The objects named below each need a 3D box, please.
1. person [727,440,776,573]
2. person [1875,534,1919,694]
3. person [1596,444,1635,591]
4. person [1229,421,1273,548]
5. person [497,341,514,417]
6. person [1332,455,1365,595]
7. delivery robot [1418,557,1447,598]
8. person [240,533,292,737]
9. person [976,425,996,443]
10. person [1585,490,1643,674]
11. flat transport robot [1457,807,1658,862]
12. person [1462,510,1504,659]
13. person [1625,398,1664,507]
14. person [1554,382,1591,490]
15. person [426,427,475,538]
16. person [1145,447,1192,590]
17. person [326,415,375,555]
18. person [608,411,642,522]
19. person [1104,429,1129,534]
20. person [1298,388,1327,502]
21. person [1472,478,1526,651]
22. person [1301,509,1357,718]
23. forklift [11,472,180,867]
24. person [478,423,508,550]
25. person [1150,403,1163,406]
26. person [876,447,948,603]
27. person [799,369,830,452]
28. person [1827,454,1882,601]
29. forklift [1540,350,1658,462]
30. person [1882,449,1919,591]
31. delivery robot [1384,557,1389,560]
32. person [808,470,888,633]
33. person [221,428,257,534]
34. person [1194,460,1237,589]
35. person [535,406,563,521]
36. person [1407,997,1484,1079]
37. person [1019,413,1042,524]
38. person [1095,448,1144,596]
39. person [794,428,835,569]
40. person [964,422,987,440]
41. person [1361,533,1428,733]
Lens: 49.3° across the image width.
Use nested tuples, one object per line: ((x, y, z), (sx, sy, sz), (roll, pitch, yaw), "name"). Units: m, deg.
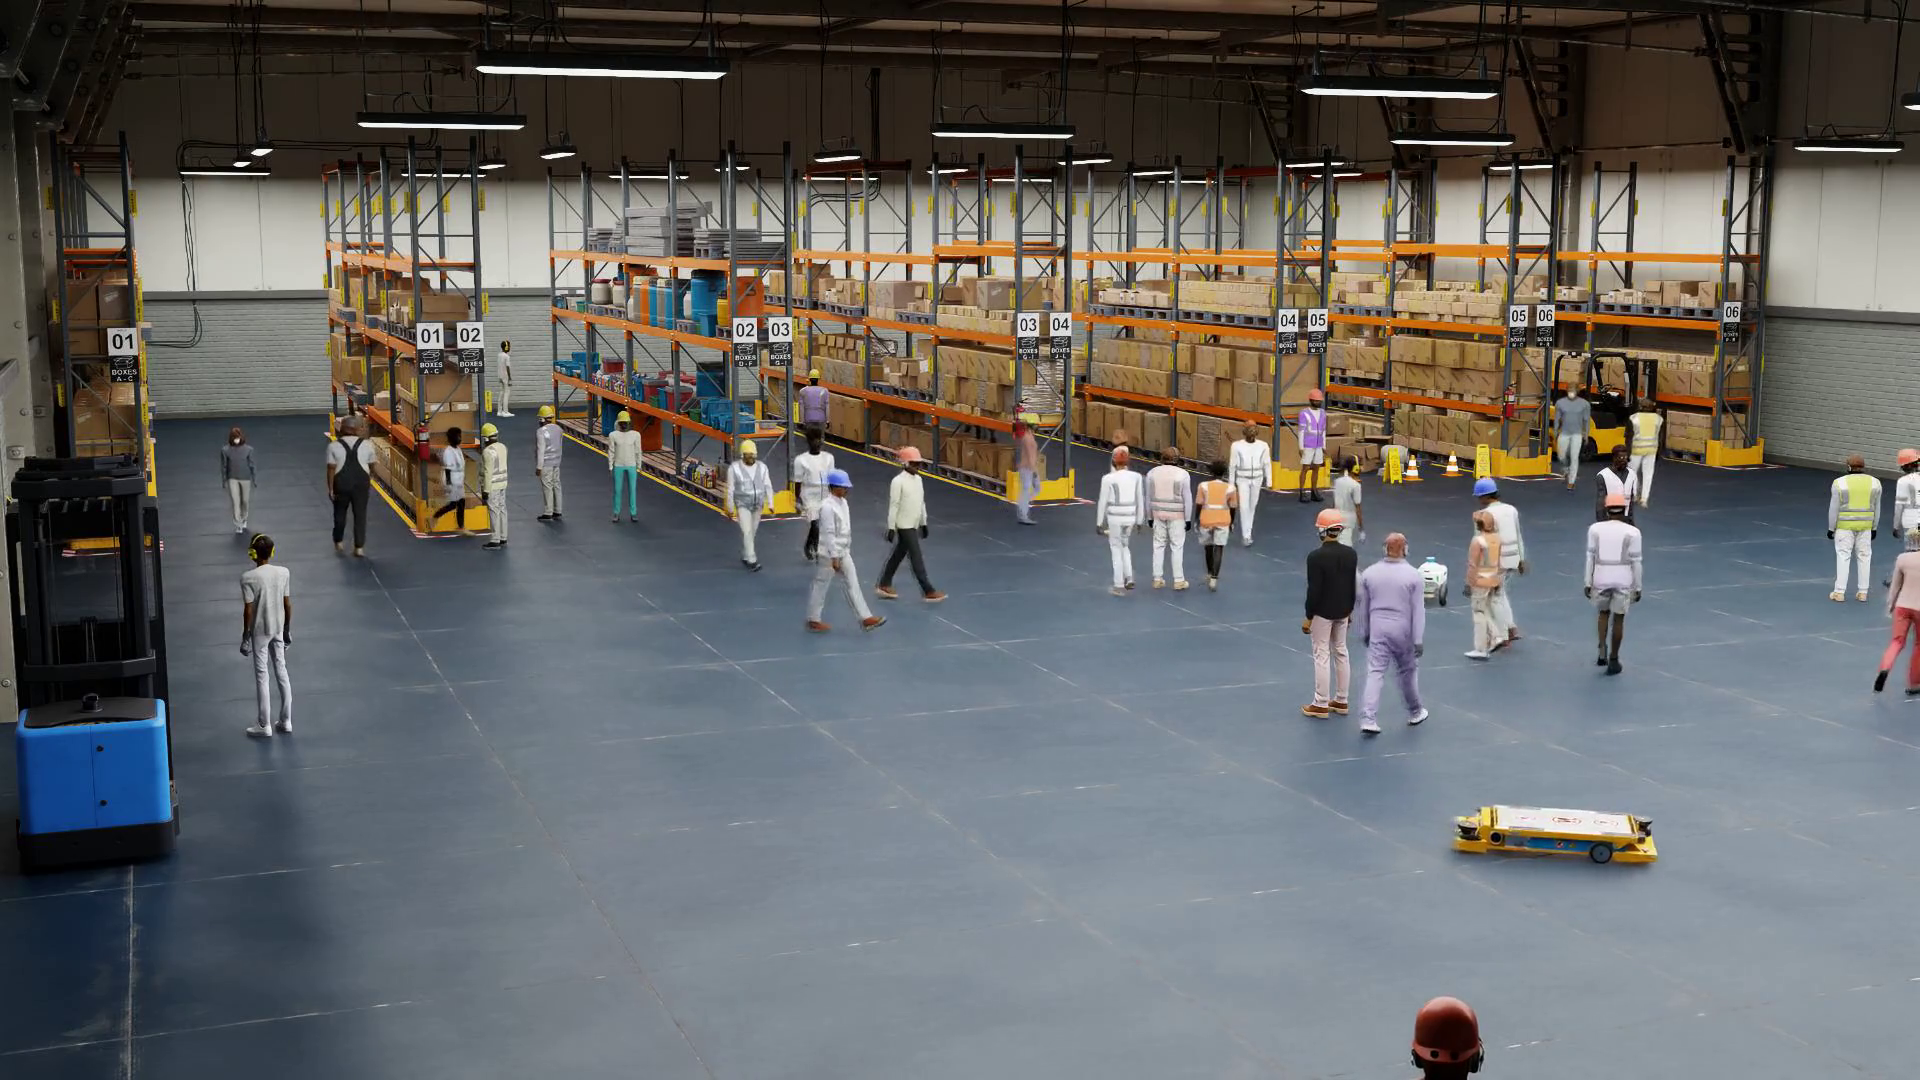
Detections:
((-2.814, -0.460, 28.398), (0.610, 1.781, 0.913), (-5, 10, -29), "person")
((9.460, 0.706, 20.822), (0.693, 1.724, 0.573), (-7, 11, -40), "person")
((8.364, -0.277, 26.795), (0.588, 1.913, 0.377), (-4, 10, -27), "person")
((4.255, -0.804, 30.502), (0.599, 1.840, 0.935), (-1, 9, -7), "person")
((-11.218, -3.972, 51.604), (0.337, 1.864, 0.506), (-8, 12, -42), "person")
((4.903, -0.161, 26.355), (0.922, 1.817, 0.579), (-3, 9, -21), "person")
((5.883, 0.460, 26.203), (0.477, 0.478, 0.707), (3, 9, 21), "delivery robot")
((-6.399, 0.864, 19.301), (0.328, 1.876, 0.513), (7, 11, 38), "person")
((0.552, -2.952, 44.710), (0.544, 1.890, 0.996), (-2, 9, -14), "person")
((6.876, 0.438, 21.995), (0.577, 1.914, 0.434), (5, 10, 31), "person")
((4.492, 2.206, 15.812), (1.431, 0.197, 0.652), (2, 9, 13), "flat transport robot")
((5.652, 0.480, 22.687), (0.371, 1.628, 0.512), (8, 12, 42), "person")
((11.443, -1.485, 35.133), (0.647, 1.815, 0.707), (0, 9, 1), "person")
((10.903, -1.864, 37.333), (0.631, 1.928, 0.468), (4, 9, 23), "person")
((-7.687, -0.870, 31.519), (0.619, 1.683, 0.535), (1, 9, 5), "person")
((2.718, -0.289, 27.102), (0.629, 1.840, 0.429), (5, 10, 29), "person")
((-8.741, -0.806, 30.021), (0.686, 2.000, 1.061), (-4, 9, -23), "person")
((-5.312, -1.169, 33.217), (0.533, 1.767, 0.327), (-2, 9, -11), "person")
((2.383, -0.882, 31.759), (0.426, 1.628, 0.521), (5, 10, 29), "person")
((6.009, -1.612, 35.603), (0.551, 1.934, 0.373), (-4, 9, -25), "person")
((5.943, 0.265, 23.247), (0.637, 1.902, 0.588), (-6, 11, -36), "person")
((3.521, 0.693, 20.039), (0.625, 1.992, 0.389), (-6, 10, -34), "person")
((-6.630, 0.886, 15.957), (1.129, 2.768, 1.873), (-3, 9, -21), "forklift")
((-6.791, -0.783, 30.448), (0.404, 1.825, 0.587), (2, 9, 14), "person")
((4.495, -3.384, 47.440), (0.585, 1.928, 0.370), (-1, 9, -9), "person")
((-0.632, -0.204, 26.200), (1.057, 1.941, 0.634), (4, 10, 27), "person")
((-2.803, -2.329, 40.410), (0.587, 1.928, 0.363), (0, 9, -1), "person")
((11.174, -0.154, 26.210), (0.621, 1.841, 0.429), (1, 9, 4), "person")
((12.897, -2.725, 42.309), (2.313, 2.155, 1.214), (-3, 9, -21), "forklift")
((12.129, -0.224, 26.597), (0.624, 1.869, 0.907), (-3, 9, -20), "person")
((5.352, 0.332, 26.192), (0.335, 0.223, 0.698), (0, 8, -3), "delivery robot")
((-1.343, 0.145, 24.001), (0.986, 1.894, 0.651), (3, 9, 22), "person")
((-11.089, -0.938, 32.212), (0.505, 1.608, 0.765), (-3, 9, -22), "person")
((3.317, -0.208, 27.177), (0.539, 1.636, 0.831), (2, 9, 11), "person")
((-6.562, -1.222, 33.338), (0.404, 1.834, 0.591), (4, 10, 27), "person")
((1.699, 2.580, 7.452), (0.611, 1.996, 0.379), (2, 9, 12), "person")
((1.102, -1.117, 32.927), (0.413, 1.755, 0.541), (1, 9, 4), "person")
((2.026, -0.236, 26.654), (0.602, 1.868, 0.424), (-5, 10, -28), "person")
((-2.020, -0.607, 28.958), (0.605, 1.930, 0.974), (-6, 10, -34), "person")
((0.328, -2.674, 42.512), (0.633, 1.983, 1.052), (-4, 9, -23), "person")
((4.023, 0.858, 19.443), (0.652, 1.850, 1.023), (6, 10, 34), "person")
